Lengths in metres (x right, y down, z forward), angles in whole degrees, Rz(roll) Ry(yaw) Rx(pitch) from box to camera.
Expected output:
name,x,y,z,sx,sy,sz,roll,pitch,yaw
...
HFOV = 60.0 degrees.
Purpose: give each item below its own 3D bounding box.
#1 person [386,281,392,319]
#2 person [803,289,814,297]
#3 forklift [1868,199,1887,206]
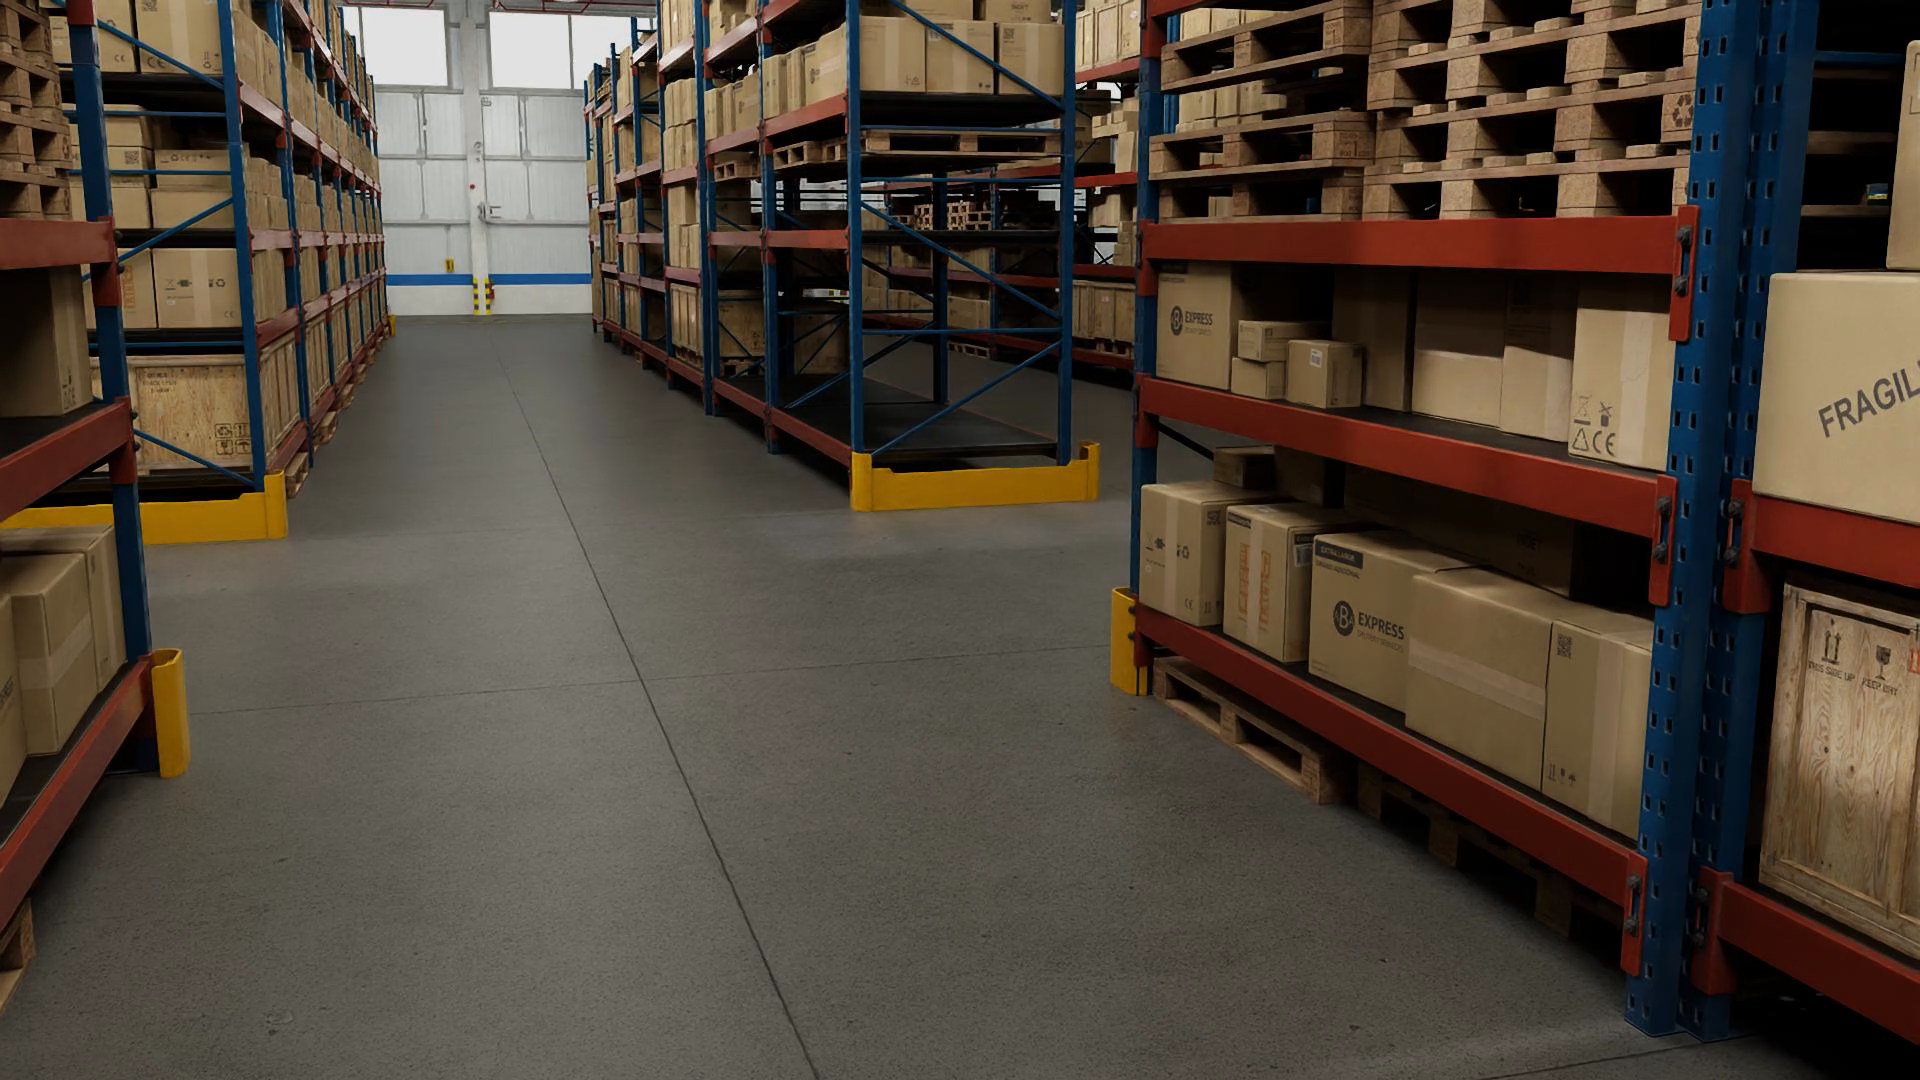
name,x,y,z,sx,sy,sz,roll,pitch,yaw
person,-14.532,-6.147,41.916,0.562,1.735,0.463,7,13,34
person,-3.382,-5.108,35.771,0.652,1.898,0.664,-7,13,-35
forklift,11.338,-2.915,21.052,1.129,2.768,1.873,-3,11,-17
